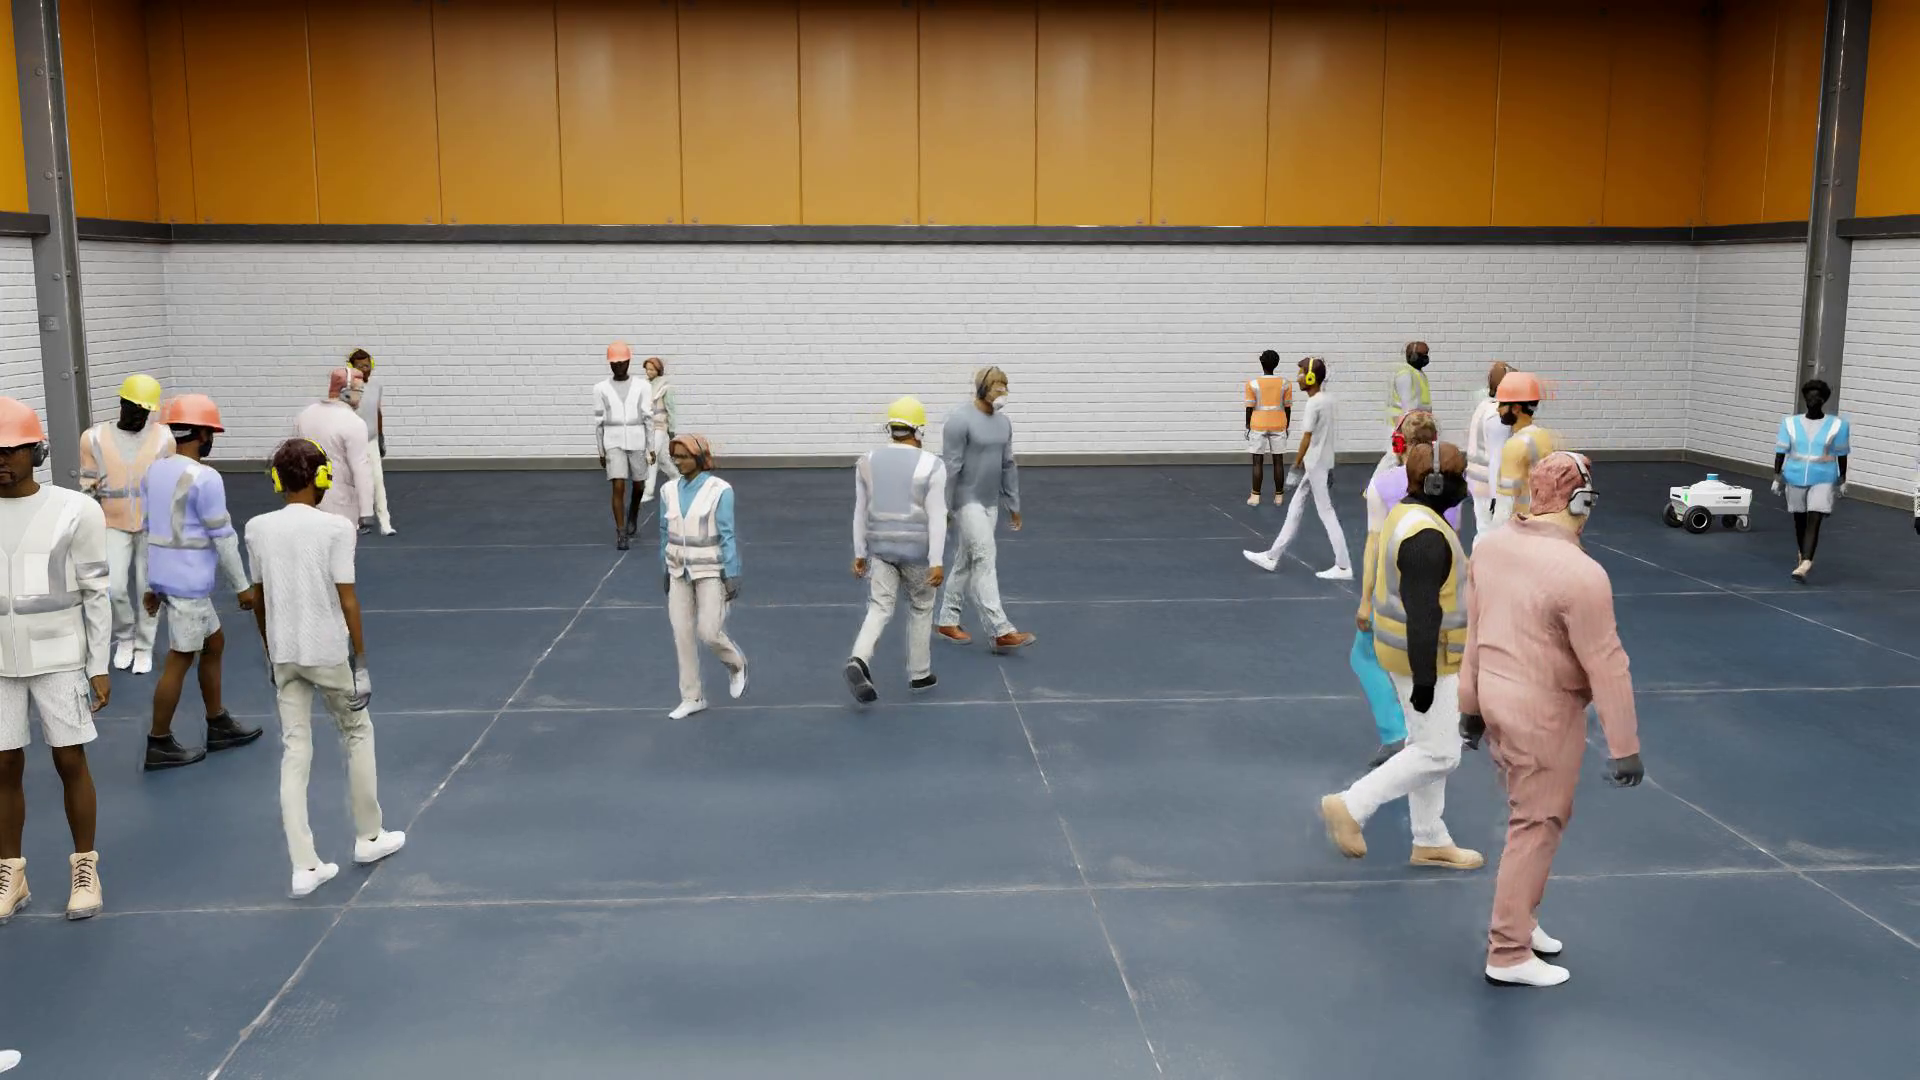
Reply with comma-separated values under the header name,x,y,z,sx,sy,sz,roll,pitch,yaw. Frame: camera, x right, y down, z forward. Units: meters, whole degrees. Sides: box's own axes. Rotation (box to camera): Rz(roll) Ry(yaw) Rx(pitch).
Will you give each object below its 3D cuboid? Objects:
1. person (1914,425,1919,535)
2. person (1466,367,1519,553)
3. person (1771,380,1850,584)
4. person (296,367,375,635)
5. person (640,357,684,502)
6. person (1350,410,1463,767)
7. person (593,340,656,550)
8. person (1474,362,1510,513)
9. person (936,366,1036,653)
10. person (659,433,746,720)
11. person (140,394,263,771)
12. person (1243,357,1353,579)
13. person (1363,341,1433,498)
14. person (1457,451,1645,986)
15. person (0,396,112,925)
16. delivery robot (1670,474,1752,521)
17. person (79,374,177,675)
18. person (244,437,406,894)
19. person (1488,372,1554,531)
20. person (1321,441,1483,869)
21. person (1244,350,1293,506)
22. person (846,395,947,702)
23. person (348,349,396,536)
name,x,y,z,sx,sy,sz,roll,pitch,yaw
person,6.797,-0.245,11.306,0.597,1.911,0.710,2,9,15
person,3.989,-0.365,12.317,0.465,1.824,0.660,1,9,7
person,6.934,-0.482,13.601,0.548,1.642,0.877,7,11,38
person,-4.296,-0.251,11.471,0.673,1.874,0.455,7,11,37
person,-3.349,-1.247,18.544,0.519,1.606,0.774,7,11,36
person,2.230,0.273,8.292,0.609,1.830,0.450,-4,10,-22
person,-3.105,-0.896,15.401,0.550,1.914,0.819,-2,9,-14
person,5.540,-1.017,17.103,0.503,1.602,0.797,-1,9,-8
person,0.217,-0.200,11.076,0.974,1.891,0.639,6,11,35
person,-1.463,0.195,9.439,0.526,1.620,0.454,5,10,27
person,-3.858,0.204,8.514,0.541,1.893,0.811,8,12,40
person,2.829,-0.587,13.720,0.956,1.818,0.554,3,10,21
person,4.851,-1.258,18.042,0.963,1.798,0.641,6,11,34
person,2.087,0.636,5.822,0.555,1.889,0.667,-2,9,-10
person,-3.595,0.468,6.413,0.607,2.044,0.375,-2,9,-14
delivery robot,7.341,-0.404,16.253,0.707,0.478,0.477,-1,9,-4
person,-5.164,-0.090,10.393,0.632,1.886,0.431,-3,10,-19
person,-2.644,0.489,6.917,0.562,1.835,0.778,1,9,8
person,3.327,-0.044,9.996,0.407,1.922,0.575,6,11,34
person,1.880,0.493,6.921,0.606,1.826,0.636,1,9,9
person,3.332,-1.207,18.014,0.535,1.697,0.318,-1,9,-4
person,-0.387,0.062,9.745,0.605,1.807,0.789,4,10,22
person,-5.799,-0.952,16.115,0.978,1.805,0.596,8,12,42
